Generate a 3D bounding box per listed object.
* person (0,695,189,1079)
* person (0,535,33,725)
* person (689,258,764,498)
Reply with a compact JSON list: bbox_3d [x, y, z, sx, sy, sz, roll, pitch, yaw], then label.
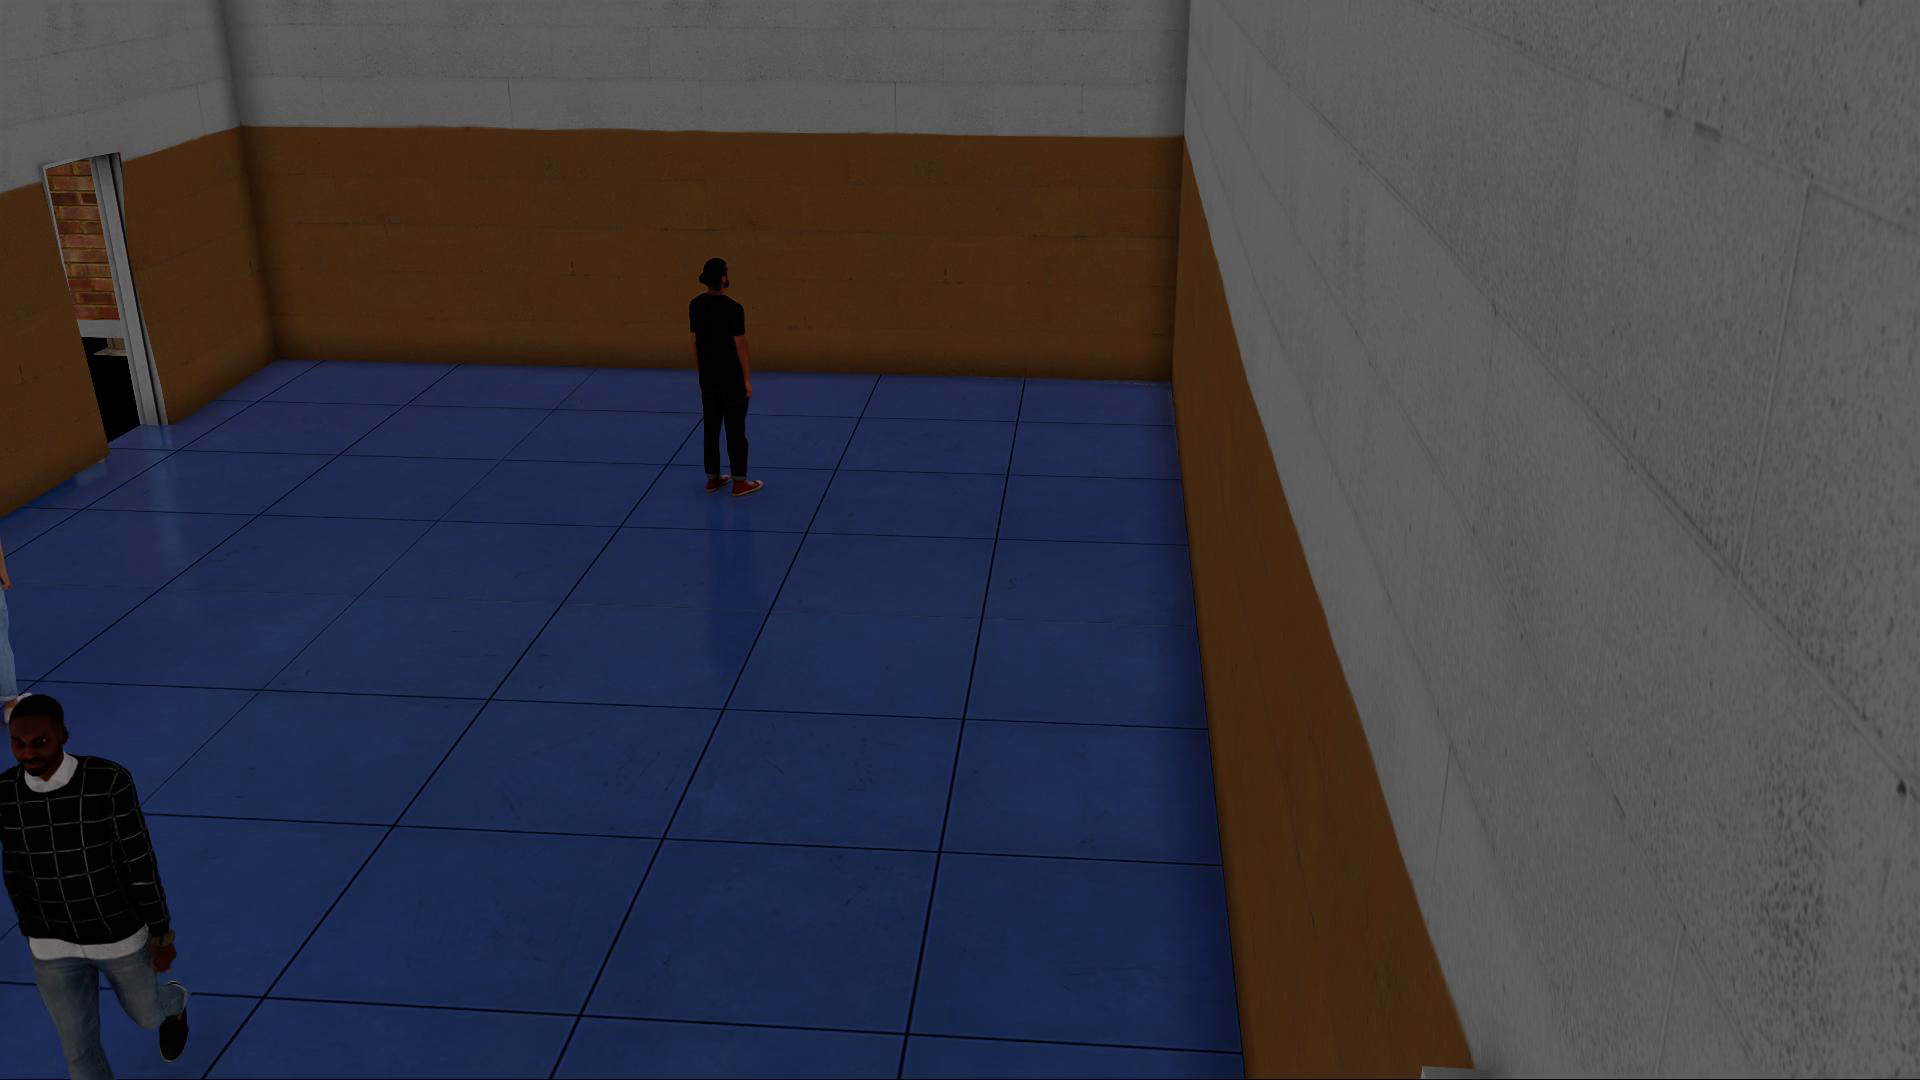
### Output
[{"bbox_3d":[-3.012,1.318,5.850,1.118,1.797,0.913,-3,22,-7],"label":"person"},{"bbox_3d":[-5.258,0.183,8.753,0.630,1.723,0.762,-8,23,-18],"label":"person"},{"bbox_3d":[-1.732,-1.186,12.135,0.643,1.759,0.769,11,24,24],"label":"person"}]
